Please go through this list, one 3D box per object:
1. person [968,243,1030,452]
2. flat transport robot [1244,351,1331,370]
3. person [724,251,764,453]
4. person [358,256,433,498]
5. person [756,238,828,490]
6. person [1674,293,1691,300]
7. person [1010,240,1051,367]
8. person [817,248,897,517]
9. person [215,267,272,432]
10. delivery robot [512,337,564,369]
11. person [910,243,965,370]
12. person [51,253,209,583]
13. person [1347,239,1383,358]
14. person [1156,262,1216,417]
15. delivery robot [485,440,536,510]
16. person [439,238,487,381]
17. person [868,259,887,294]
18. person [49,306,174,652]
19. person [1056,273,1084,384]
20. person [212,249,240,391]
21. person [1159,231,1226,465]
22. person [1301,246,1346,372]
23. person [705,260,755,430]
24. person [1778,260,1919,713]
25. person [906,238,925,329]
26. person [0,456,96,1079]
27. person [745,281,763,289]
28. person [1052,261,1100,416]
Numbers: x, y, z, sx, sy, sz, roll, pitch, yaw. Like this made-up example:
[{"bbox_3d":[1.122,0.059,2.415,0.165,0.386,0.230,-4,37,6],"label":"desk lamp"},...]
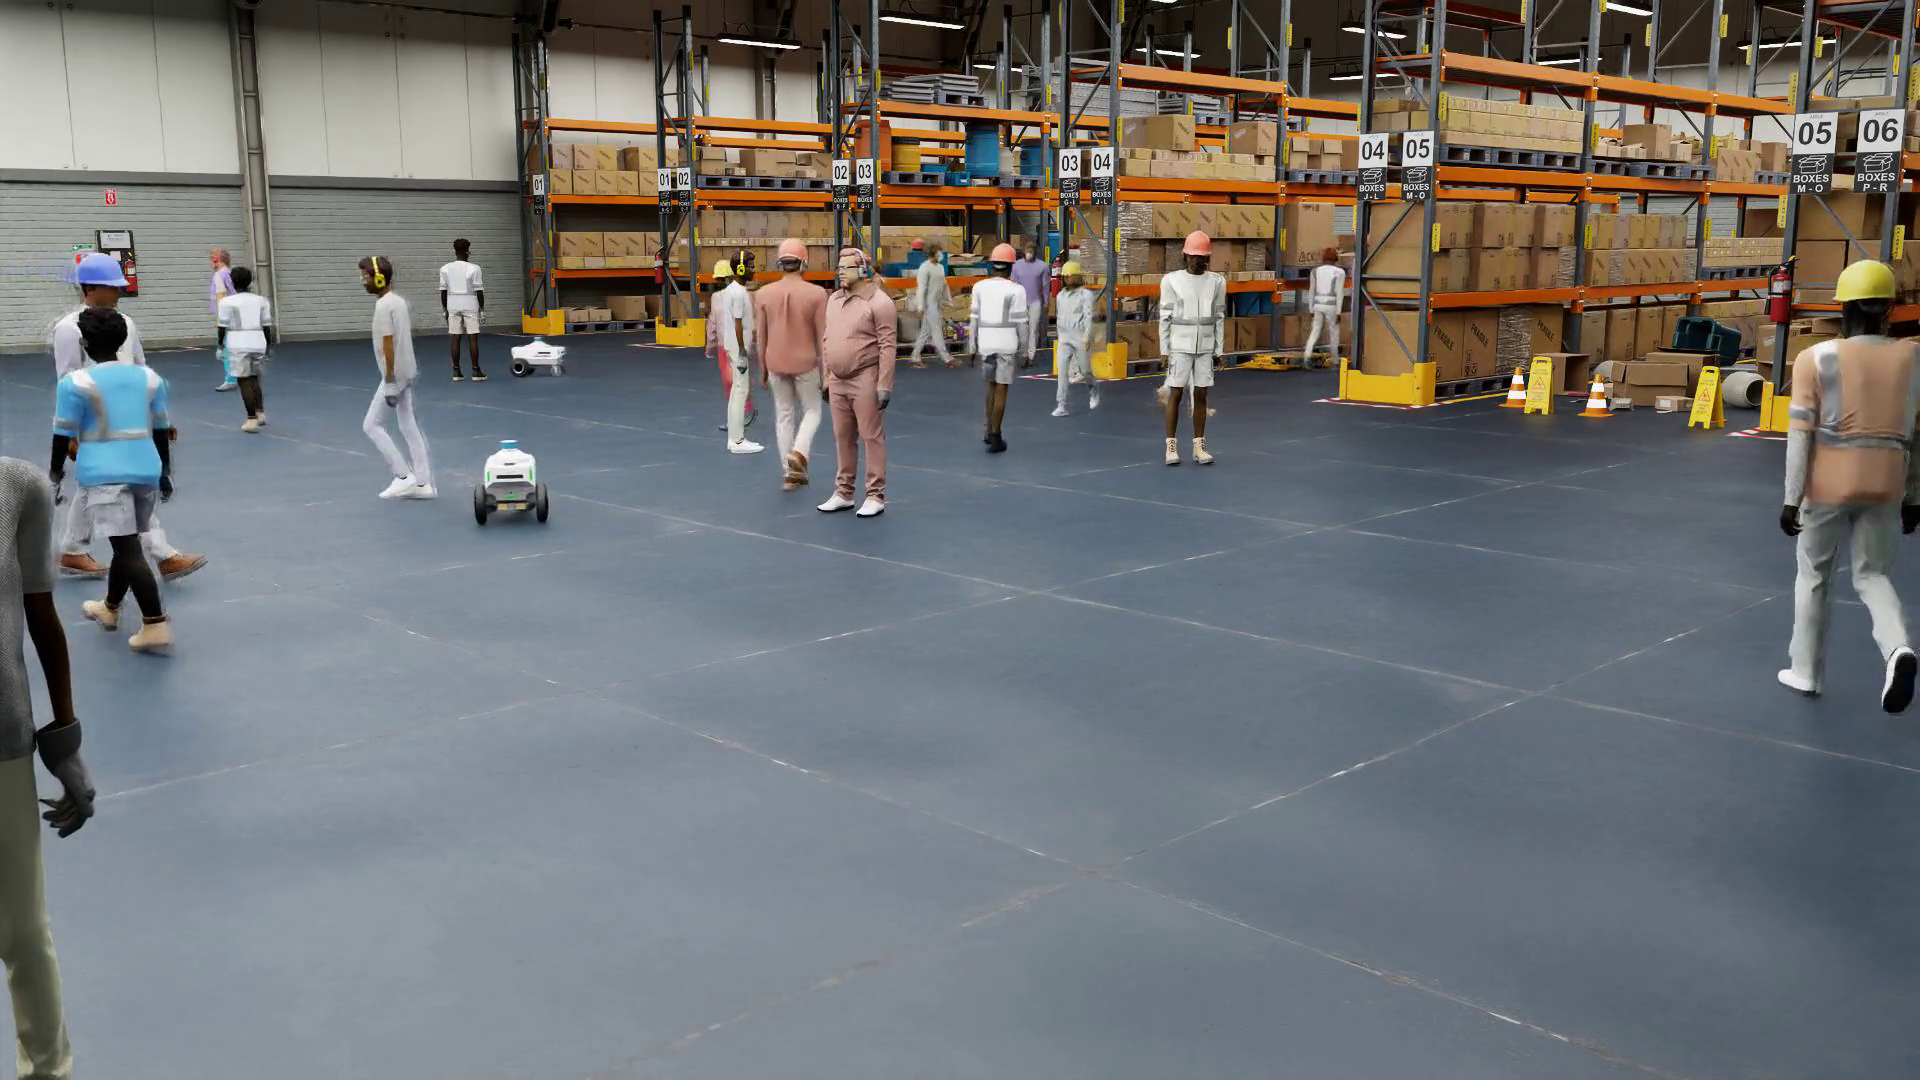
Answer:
[{"bbox_3d":[0.397,-1.801,15.570,0.586,1.918,0.552,6,12,29],"label":"person"},{"bbox_3d":[5.022,-2.738,25.304,1.431,0.197,0.652,-10,14,-42],"label":"flat transport robot"},{"bbox_3d":[-2.029,-1.752,15.490,0.331,1.862,0.502,-2,11,-13],"label":"person"},{"bbox_3d":[-4.280,-1.214,12.575,0.519,1.841,0.678,0,10,-2],"label":"person"},{"bbox_3d":[-1.319,-1.374,13.081,0.620,1.983,0.557,2,11,11],"label":"person"},{"bbox_3d":[15.240,-5.363,34.994,0.549,1.929,0.388,-1,10,-8],"label":"person"},{"bbox_3d":[1.082,-3.661,25.699,0.648,1.925,0.609,1,10,8],"label":"person"},{"bbox_3d":[-0.759,-1.129,11.946,0.639,1.911,0.402,9,14,40],"label":"person"},{"bbox_3d":[-7.376,-1.958,17.084,0.545,1.681,0.543,7,13,34],"label":"person"},{"bbox_3d":[-6.060,-2.671,23.907,0.707,0.478,0.477,0,10,-1],"label":"delivery robot"},{"bbox_3d":[-0.360,-3.510,25.013,0.989,1.886,0.631,4,11,22],"label":"person"},{"bbox_3d":[-4.881,-0.697,9.626,0.992,1.896,0.620,1,10,4],"label":"person"},{"bbox_3d":[5.802,-3.296,23.560,1.023,1.988,0.602,-10,14,-42],"label":"person"},{"bbox_3d":[2.547,-2.278,18.422,0.563,1.831,0.642,-2,11,-10],"label":"person"},{"bbox_3d":[-3.218,-0.472,11.918,0.477,0.478,0.707,-2,11,-13],"label":"delivery robot"},{"bbox_3d":[-6.884,-3.198,23.073,0.612,1.962,0.363,1,10,5],"label":"person"},{"bbox_3d":[-1.301,-3.549,25.929,0.394,1.625,0.522,-3,11,-14],"label":"person"},{"bbox_3d":[-4.160,-0.303,8.103,0.844,1.650,0.550,5,12,27],"label":"person"},{"bbox_3d":[1.472,-2.897,22.355,0.344,1.619,0.537,-5,12,-25],"label":"person"},{"bbox_3d":[-9.513,-2.862,21.664,0.381,1.815,0.666,-2,11,-9],"label":"person"},{"bbox_3d":[2.049,-1.678,14.602,0.605,2.034,0.392,-2,11,-10],"label":"person"},{"bbox_3d":[5.376,-3.413,24.595,0.588,1.850,0.952,9,13,39],"label":"person"},{"bbox_3d":[-2.388,-2.005,17.154,0.522,1.747,0.371,9,14,42],"label":"person"},{"bbox_3d":[3.807,-0.220,7.023,0.591,1.906,0.750,1,10,4],"label":"person"},{"bbox_3d":[-0.748,-4.456,30.000,0.352,1.939,0.552,-10,14,-42],"label":"person"},{"bbox_3d":[-2.069,0.463,3.403,0.513,1.864,0.313,-8,13,-38],"label":"person"},{"bbox_3d":[-4.438,-5.362,35.381,0.927,1.791,0.588,-7,13,-35],"label":"person"},{"bbox_3d":[1.318,-2.277,18.717,0.487,1.721,0.750,6,12,31],"label":"person"}]
